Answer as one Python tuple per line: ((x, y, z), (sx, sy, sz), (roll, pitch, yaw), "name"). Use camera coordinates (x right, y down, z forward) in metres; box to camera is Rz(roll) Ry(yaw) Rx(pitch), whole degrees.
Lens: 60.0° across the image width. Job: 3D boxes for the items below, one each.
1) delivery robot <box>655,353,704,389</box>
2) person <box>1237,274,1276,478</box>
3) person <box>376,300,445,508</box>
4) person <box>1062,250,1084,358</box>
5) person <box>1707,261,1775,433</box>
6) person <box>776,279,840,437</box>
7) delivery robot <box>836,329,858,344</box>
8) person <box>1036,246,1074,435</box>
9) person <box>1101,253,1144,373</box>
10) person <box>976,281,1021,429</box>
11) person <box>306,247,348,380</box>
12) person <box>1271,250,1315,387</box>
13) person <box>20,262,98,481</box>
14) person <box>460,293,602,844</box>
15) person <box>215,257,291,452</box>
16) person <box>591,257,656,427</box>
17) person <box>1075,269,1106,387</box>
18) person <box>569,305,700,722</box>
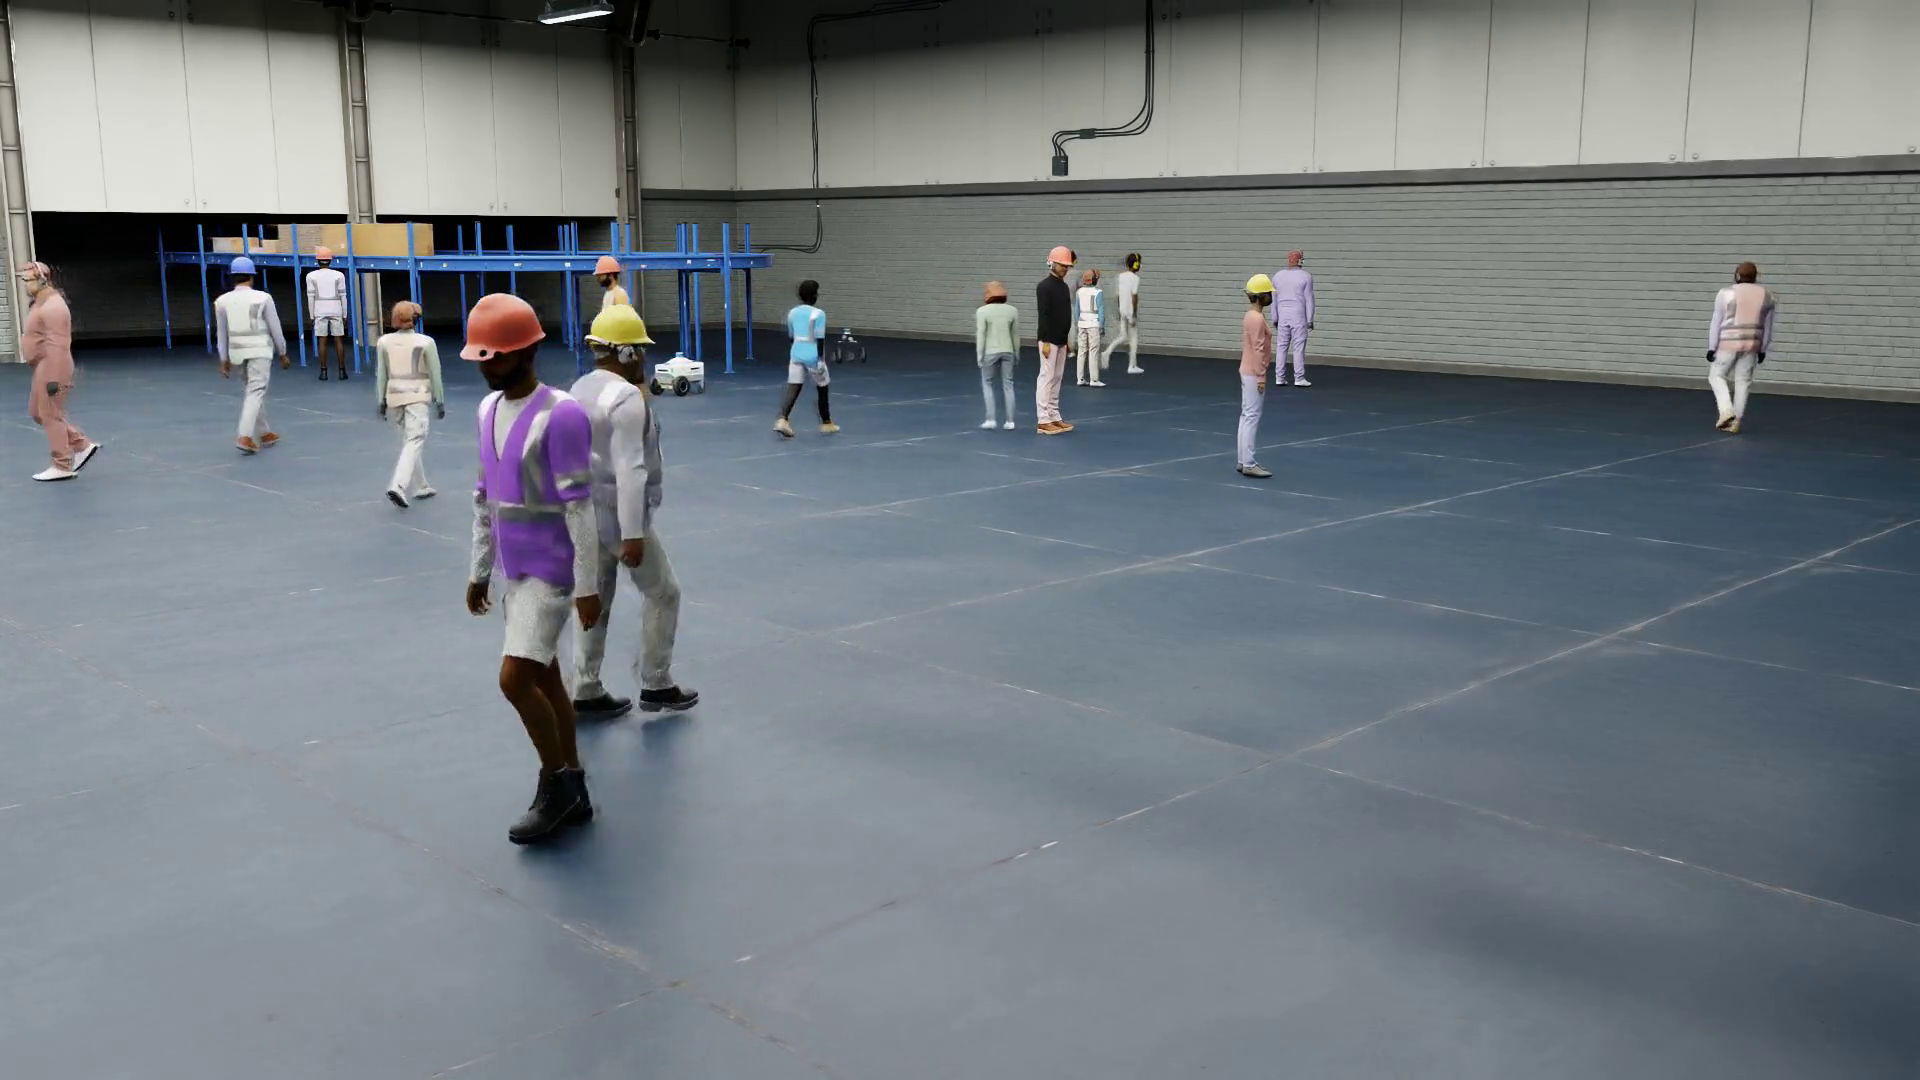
((-3.761, -2.270, 22.321), (0.477, 0.478, 0.707), (6, 12, 29), "delivery robot")
((2.619, -1.450, 14.676), (0.300, 1.772, 0.532), (0, 10, 1), "person")
((-4.363, -1.082, 13.125), (0.530, 1.607, 0.819), (2, 11, 12), "person")
((1.896, -4.086, 28.834), (0.513, 1.854, 0.630), (2, 11, 13), "person")
((8.356, -2.063, 17.846), (0.658, 1.832, 0.438), (0, 10, 2), "person")
((-1.625, -1.912, 17.500), (0.536, 1.657, 0.874), (7, 13, 35), "person")
((-1.888, -3.432, 27.948), (0.335, 0.223, 0.698), (-3, 11, -15), "delivery robot")
((1.032, -2.146, 17.872), (0.392, 1.988, 0.609), (6, 12, 28), "person")
((2.530, -3.471, 25.509), (0.706, 1.839, 0.534), (-8, 13, -36), "person")
((0.426, -2.022, 18.223), (0.533, 1.617, 0.361), (-4, 11, -19), "person")
((-9.313, -3.340, 24.511), (0.548, 1.942, 0.348), (-4, 11, -22), "person")
((4.692, -3.112, 23.364), (0.654, 1.906, 0.408), (8, 13, 38), "person")
((-7.869, -1.460, 14.406), (0.456, 1.884, 0.659), (-6, 12, -30), "person")
((-1.524, 0.108, 5.771), (0.567, 1.911, 0.542), (10, 14, 44), "person")
((-6.990, -1.831, 16.406), (0.614, 1.909, 0.959), (2, 11, 13), "person")
((-3.725, -2.065, 17.721), (1.012, 1.878, 0.571), (-4, 11, -23), "person")
((1.825, -2.969, 23.313), (0.306, 1.639, 0.523), (-9, 14, -41), "person")
((-1.430, -0.116, 7.288), (0.690, 1.805, 0.628), (-8, 13, -37), "person")
